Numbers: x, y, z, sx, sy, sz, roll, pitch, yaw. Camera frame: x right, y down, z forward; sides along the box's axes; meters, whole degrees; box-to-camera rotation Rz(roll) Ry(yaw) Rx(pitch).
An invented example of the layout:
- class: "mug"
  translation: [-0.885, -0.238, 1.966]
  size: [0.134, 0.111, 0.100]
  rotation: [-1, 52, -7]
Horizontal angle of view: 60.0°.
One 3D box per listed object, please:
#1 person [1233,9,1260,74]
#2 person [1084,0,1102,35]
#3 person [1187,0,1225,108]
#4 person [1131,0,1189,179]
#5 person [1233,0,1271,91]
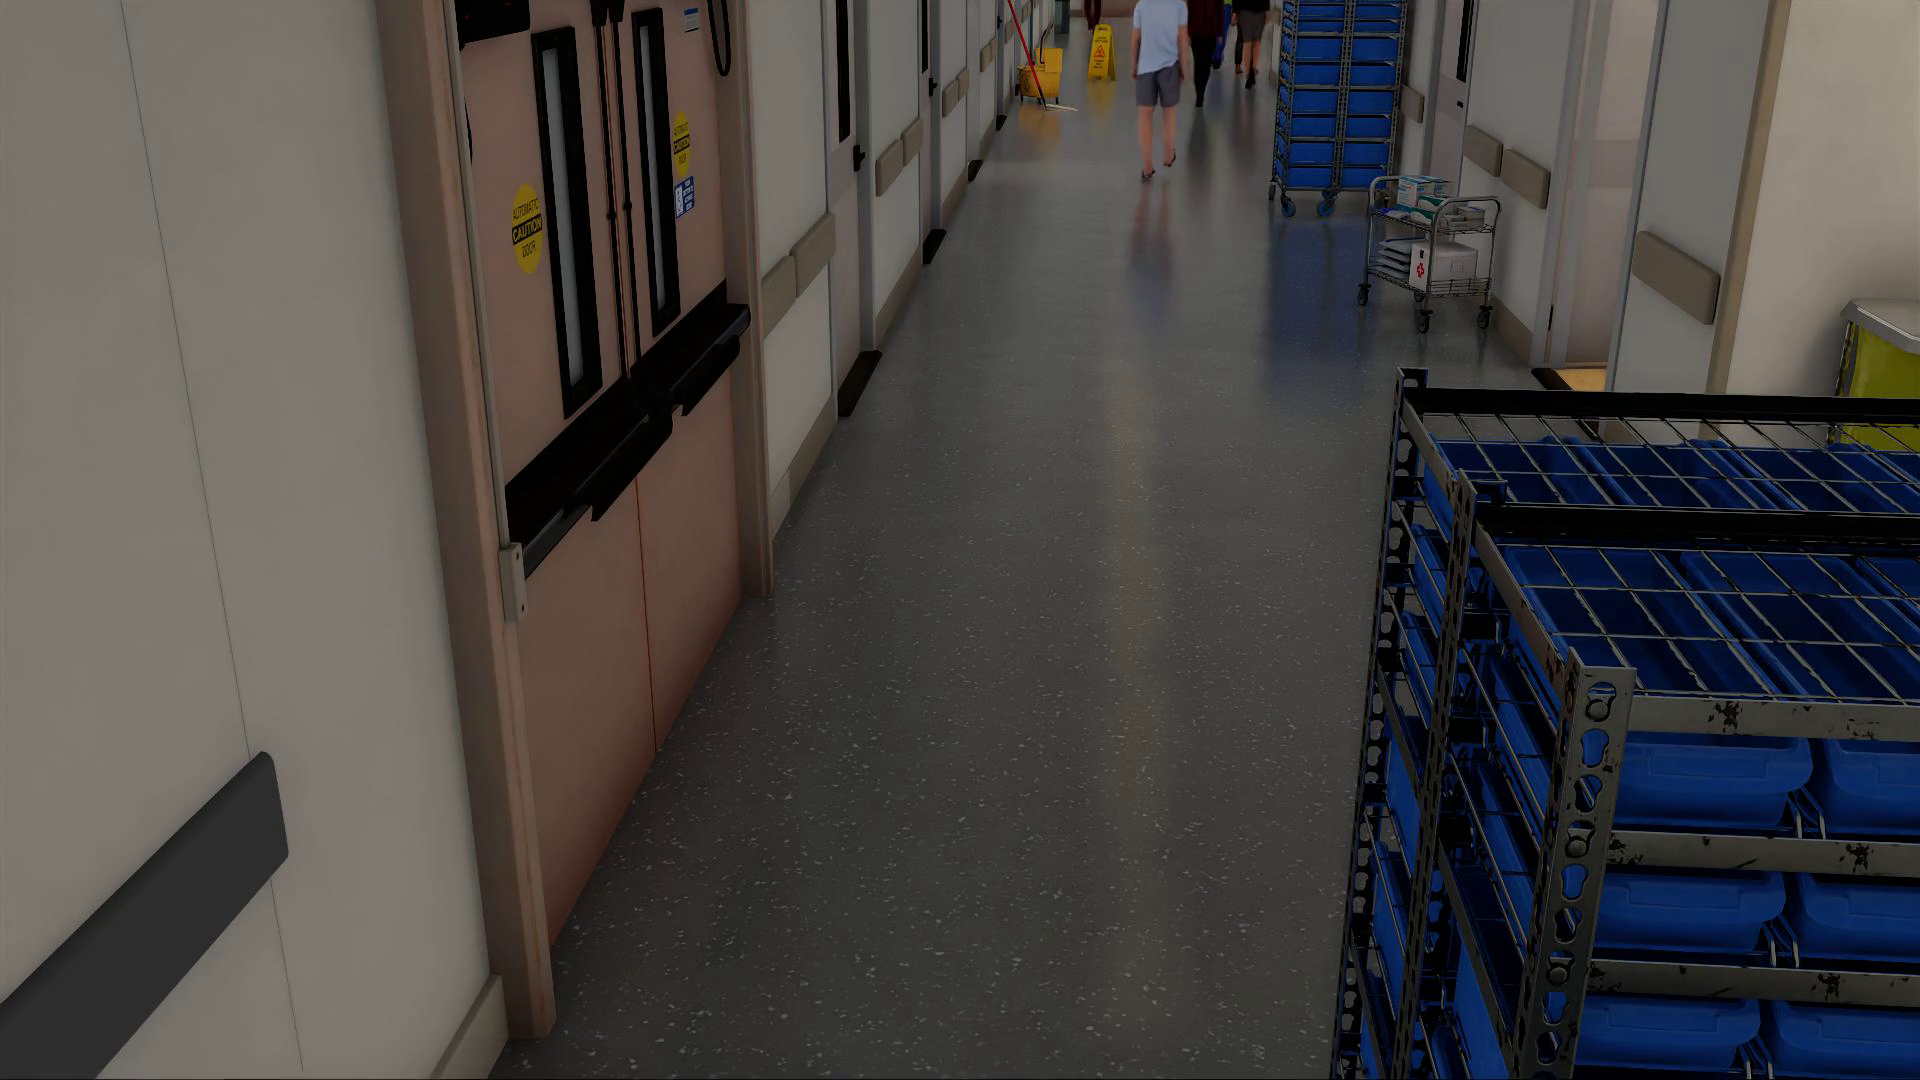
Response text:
- class: "person"
  translation: [4.212, -7.682, 24.193]
  size: [0.687, 1.721, 0.628]
  rotation: [-4, 21, -10]
- class: "person"
  translation: [2.585, -10.549, 31.785]
  size: [0.597, 1.705, 0.700]
  rotation: [0, 21, 1]
- class: "person"
  translation: [2.934, -6.036, 19.994]
  size: [0.609, 1.616, 1.068]
  rotation: [3, 21, 8]
- class: "person"
  translation: [1.716, -4.078, 14.566]
  size: [0.772, 1.798, 1.111]
  rotation: [5, 21, 12]
- class: "person"
  translation: [3.835, -6.844, 21.825]
  size: [0.631, 1.831, 0.612]
  rotation: [2, 21, 6]
